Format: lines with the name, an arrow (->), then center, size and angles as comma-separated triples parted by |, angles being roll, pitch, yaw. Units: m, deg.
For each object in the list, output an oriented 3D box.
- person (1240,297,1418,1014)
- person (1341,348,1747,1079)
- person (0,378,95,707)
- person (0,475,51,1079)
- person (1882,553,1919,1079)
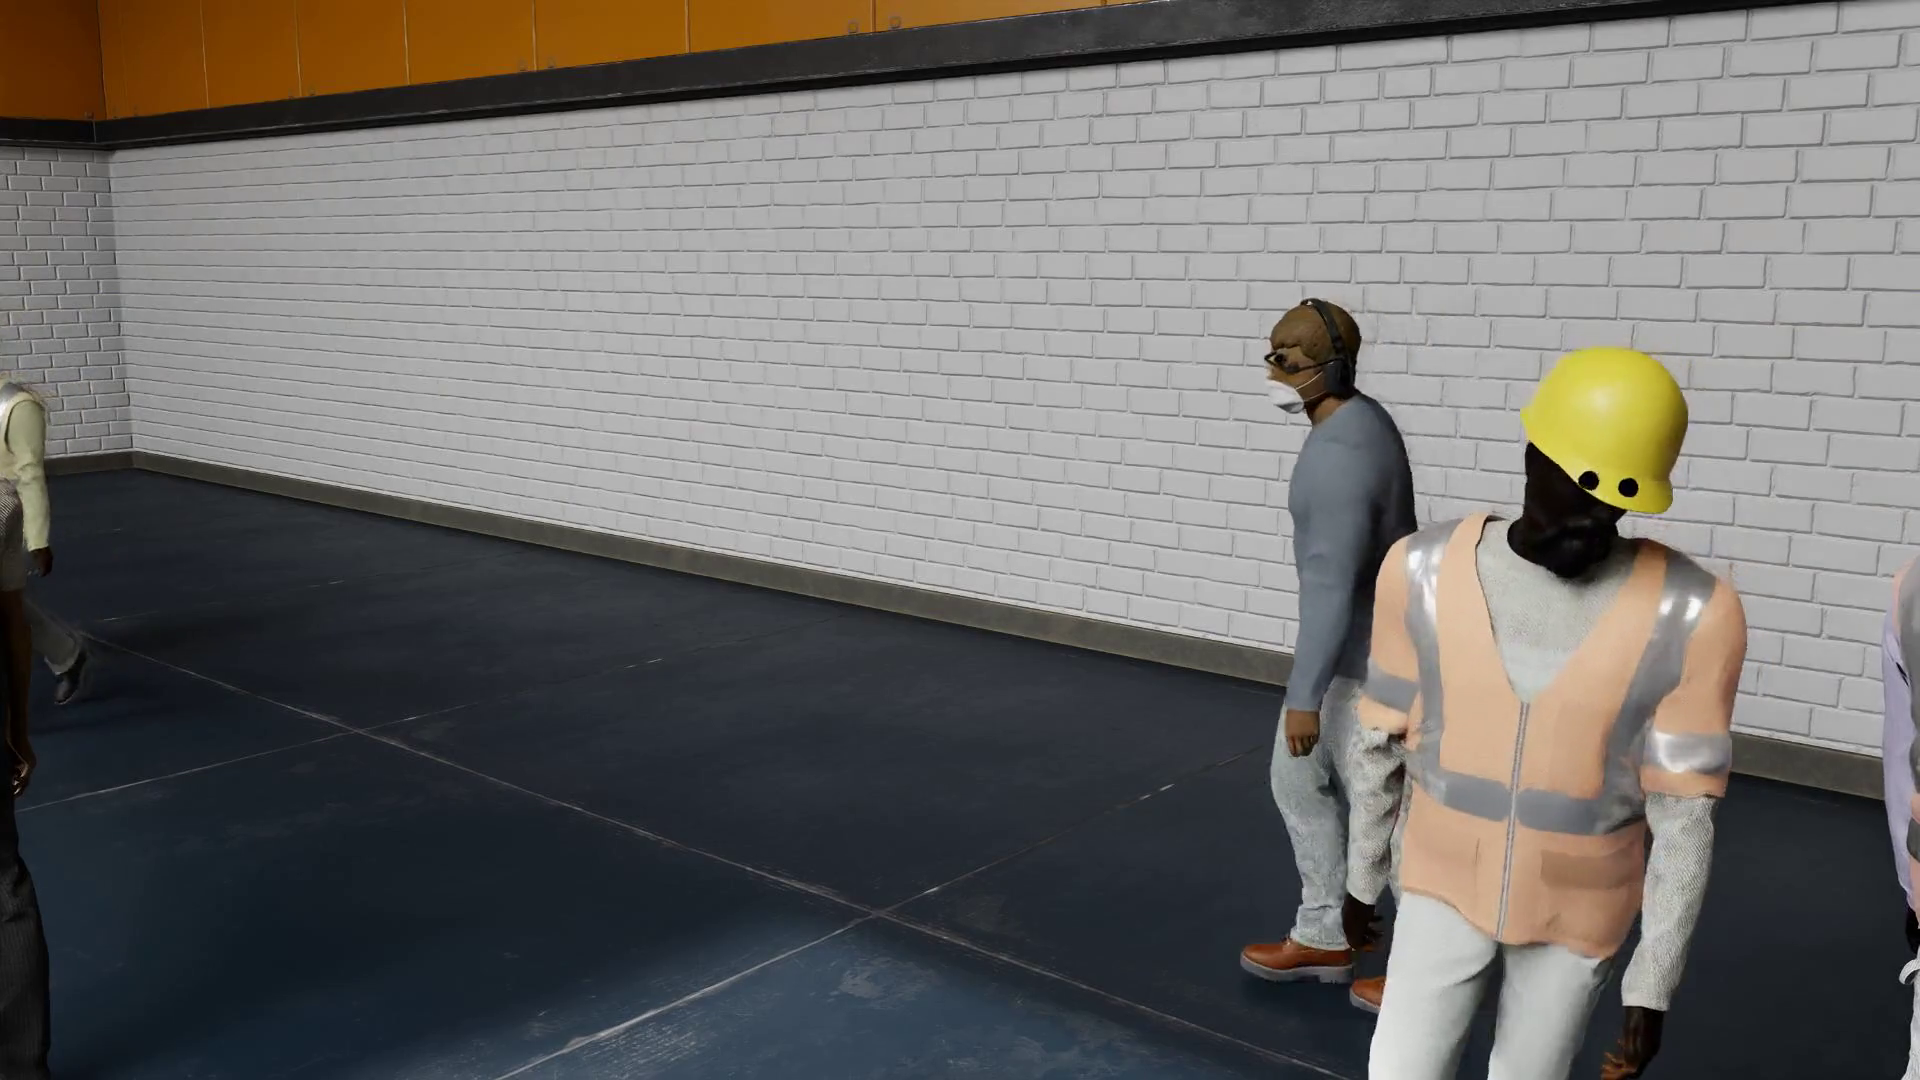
person -> 1.024, 0.328, 4.311 | 0.733, 1.893, 0.646 | 2, 10, 11
person -> 0.900, 0.622, 2.726 | 0.633, 1.866, 0.822 | 5, 11, 26
person -> -3.991, -0.082, 6.971 | 0.594, 1.789, 0.881 | 3, 11, 19
person -> -2.300, 0.466, 3.682 | 0.345, 1.847, 0.506 | 5, 11, 27
person -> 1.770, 0.648, 2.680 | 0.429, 1.838, 0.621 | -2, 10, -12
